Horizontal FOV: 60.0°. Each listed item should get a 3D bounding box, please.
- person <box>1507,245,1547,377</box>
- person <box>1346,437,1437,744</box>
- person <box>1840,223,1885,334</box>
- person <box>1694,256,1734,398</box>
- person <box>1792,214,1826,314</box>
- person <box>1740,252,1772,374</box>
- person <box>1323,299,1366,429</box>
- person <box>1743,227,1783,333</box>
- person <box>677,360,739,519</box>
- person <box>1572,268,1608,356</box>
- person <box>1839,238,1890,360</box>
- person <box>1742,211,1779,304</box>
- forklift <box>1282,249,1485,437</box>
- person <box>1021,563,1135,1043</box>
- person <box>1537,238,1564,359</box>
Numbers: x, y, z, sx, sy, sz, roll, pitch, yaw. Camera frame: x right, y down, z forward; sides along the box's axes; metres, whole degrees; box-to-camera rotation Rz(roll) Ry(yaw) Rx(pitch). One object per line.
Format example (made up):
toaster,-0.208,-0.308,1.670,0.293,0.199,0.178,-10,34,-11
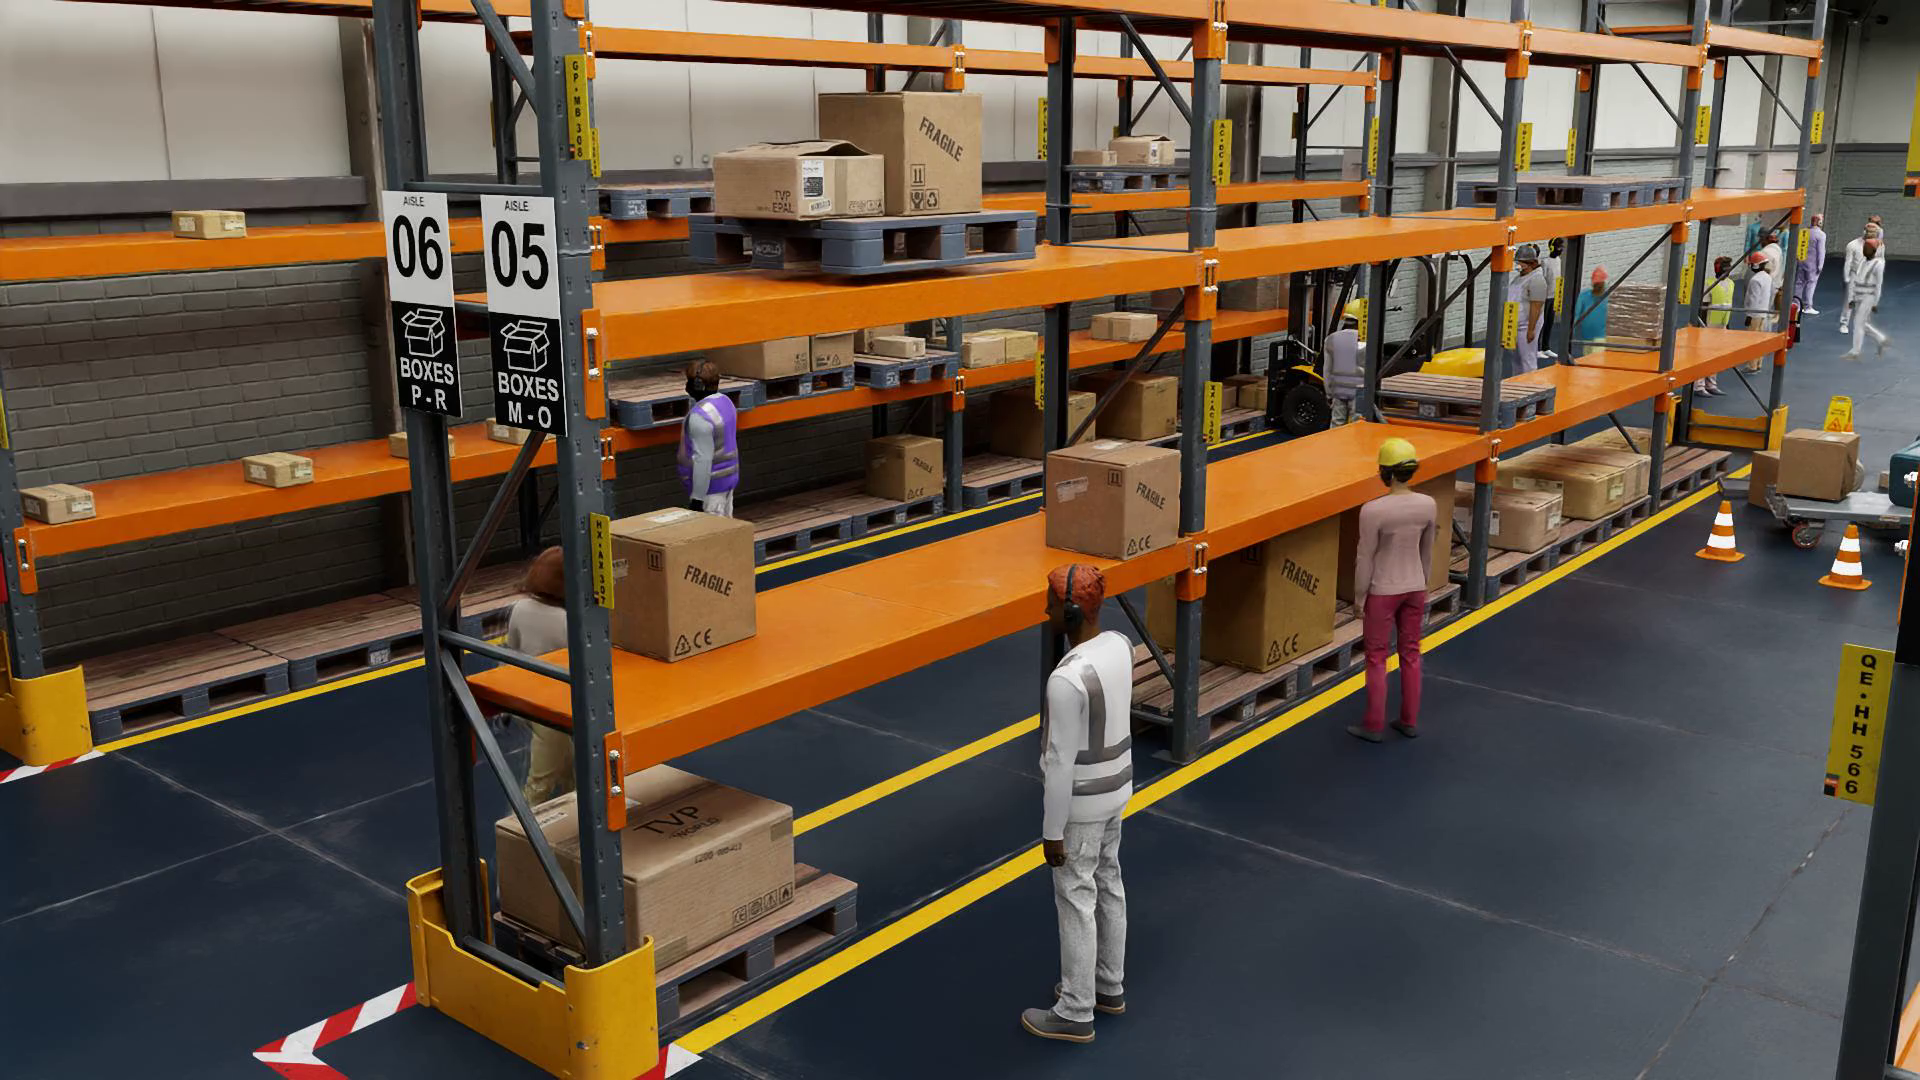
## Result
person,7.202,-2.775,21.367,0.535,2.000,0.686,-1,14,-4
person,2.460,0.286,9.493,0.525,1.758,0.344,-6,15,-23
person,15.595,-4.506,28.721,0.652,1.900,0.400,2,14,9
person,9.942,-2.815,21.930,0.565,1.846,0.389,-9,16,-31
person,16.353,-5.301,31.954,0.399,1.900,0.644,-4,14,-18
person,11.473,-3.283,24.031,0.340,1.747,0.569,12,18,41
person,3.868,-1.449,16.400,0.586,1.833,0.403,12,18,41
person,12.654,-3.979,26.268,0.535,2.000,0.687,10,17,36
person,-1.822,-0.381,12.033,0.430,1.845,0.624,3,14,11
person,8.335,-2.723,21.848,0.566,1.708,0.908,12,18,39
person,13.922,-3.677,25.413,0.723,1.861,0.582,0,14,1
person,16.175,-5.760,33.615,0.612,1.995,0.376,6,15,21
forklift,4.886,-2.214,18.767,2.313,2.155,1.214,11,18,38
person,0.467,0.998,6.346,0.358,1.880,0.575,8,16,29
person,9.082,-3.727,25.623,0.513,1.860,0.317,-12,18,-39
